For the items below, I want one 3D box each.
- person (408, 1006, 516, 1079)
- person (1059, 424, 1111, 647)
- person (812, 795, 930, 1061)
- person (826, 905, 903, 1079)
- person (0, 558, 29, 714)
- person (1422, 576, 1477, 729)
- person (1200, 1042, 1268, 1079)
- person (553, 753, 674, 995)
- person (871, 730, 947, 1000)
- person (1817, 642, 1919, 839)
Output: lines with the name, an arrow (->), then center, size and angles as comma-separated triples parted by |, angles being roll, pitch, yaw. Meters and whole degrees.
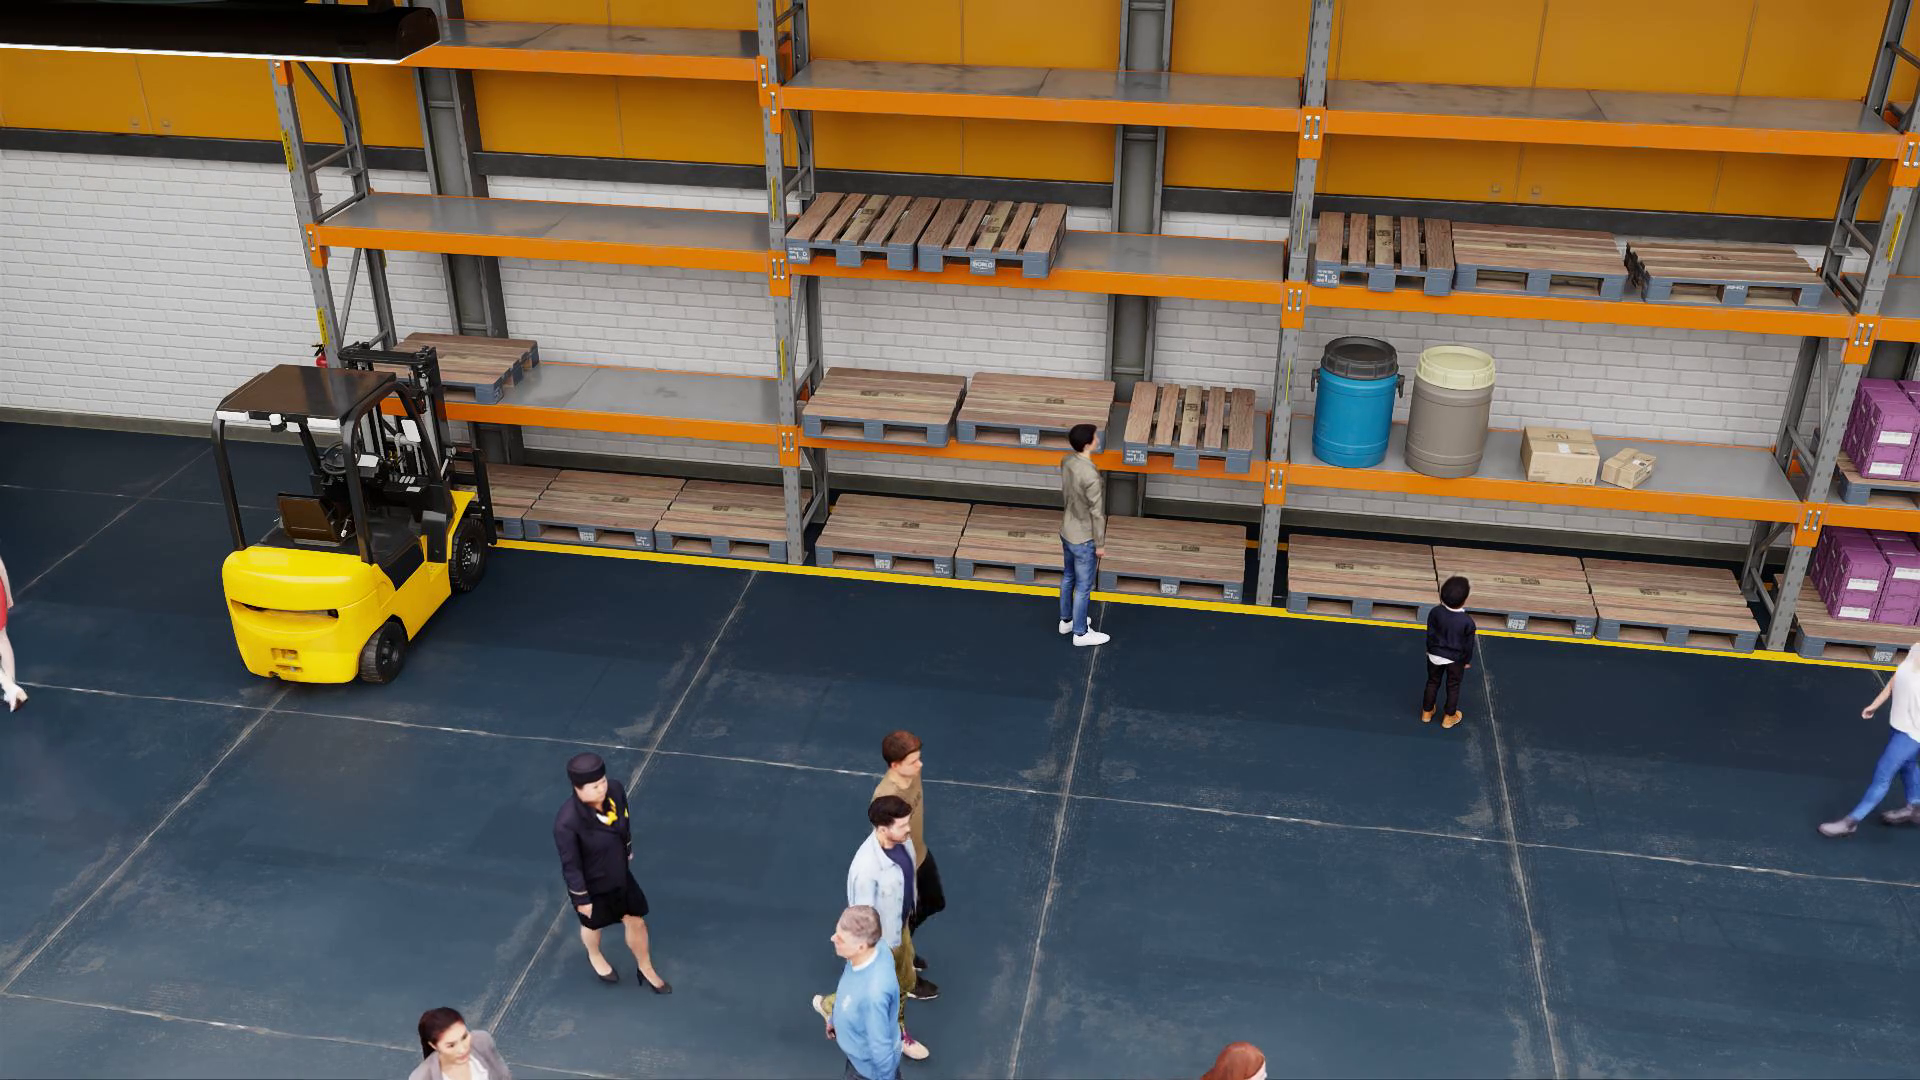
person -> -2.384, 2.810, 7.902 | 1.111, 1.639, 0.920 | 19, 34, 31
person -> 0.928, -0.048, 12.905 | 0.806, 1.865, 0.793 | -12, 31, -22
person -> -0.496, 2.102, 9.044 | 1.013, 1.787, 0.857 | 12, 31, 20
person -> -0.353, 2.528, 8.266 | 1.093, 1.785, 0.862 | -3, 29, -6
person -> -7.016, 0.494, 11.967 | 0.913, 1.812, 0.807 | 20, 35, 33
person -> 3.531, 0.799, 12.021 | 0.561, 1.225, 0.645 | 18, 34, 30
person -> 1.054, 2.966, 7.566 | 1.207, 1.686, 0.728 | 1, 29, 2
person -> -2.121, 1.901, 9.557 | 0.983, 1.649, 0.899 | 19, 34, 31
person -> -0.396, 1.840, 9.467 | 0.726, 1.843, 0.720 | 9, 30, 16
person -> 6.220, 1.228, 10.790 | 1.034, 1.650, 0.709 | 0, 29, 0
